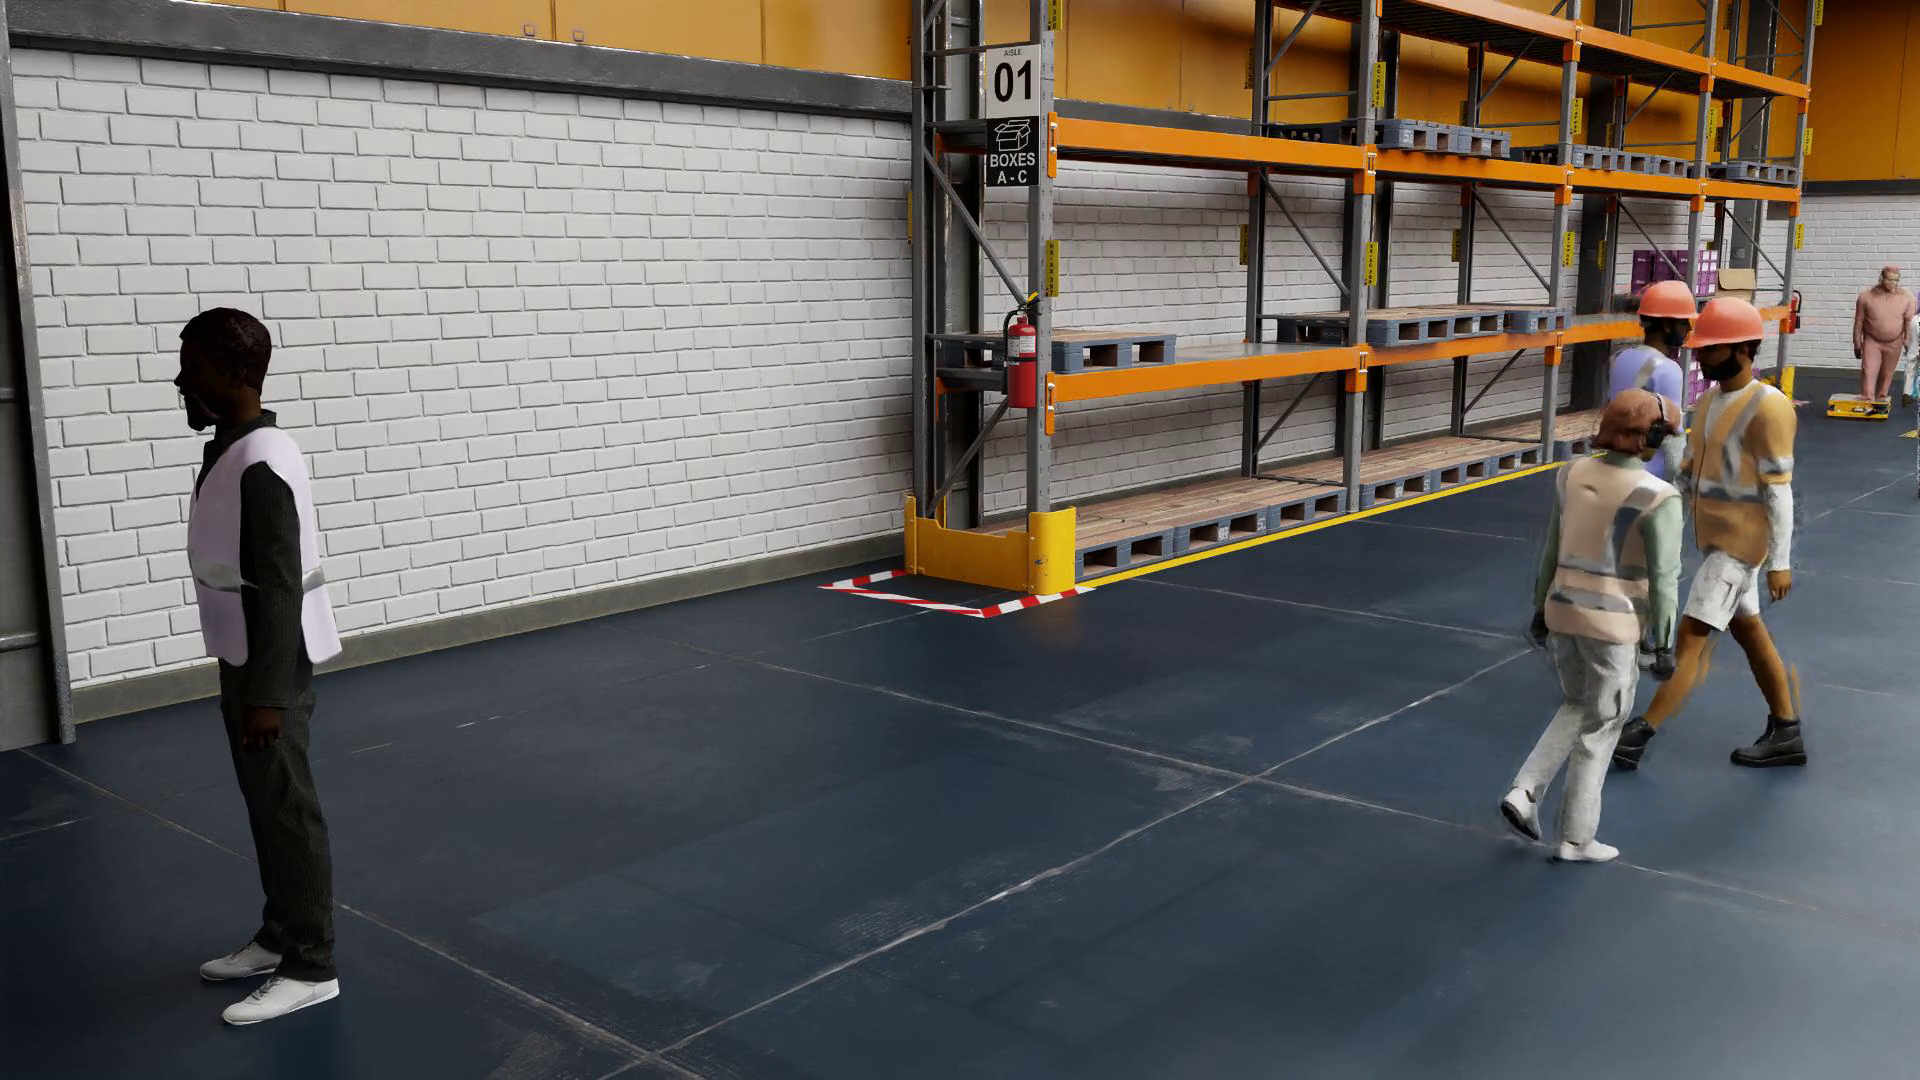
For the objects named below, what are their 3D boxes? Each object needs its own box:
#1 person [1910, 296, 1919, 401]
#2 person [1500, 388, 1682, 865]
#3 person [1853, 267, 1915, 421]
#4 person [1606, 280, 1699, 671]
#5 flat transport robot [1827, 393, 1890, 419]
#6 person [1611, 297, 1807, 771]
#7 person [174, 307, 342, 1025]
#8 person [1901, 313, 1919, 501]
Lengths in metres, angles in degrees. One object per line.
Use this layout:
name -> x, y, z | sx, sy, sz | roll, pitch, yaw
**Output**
person -> 13.295, -2.772, 22.527 | 0.837, 1.804, 0.570 | -2, 10, -13
person -> 2.136, 0.303, 5.531 | 0.386, 1.620, 0.542 | -4, 11, -23
person -> 11.177, -2.364, 20.124 | 0.625, 1.842, 0.995 | 3, 10, 18
person -> 3.398, -0.298, 8.119 | 0.511, 1.915, 0.564 | 0, 10, 0
flat transport robot -> 11.136, -1.664, 20.592 | 0.652, 0.197, 1.431 | 6, 11, 29
person -> 2.957, -0.006, 6.561 | 1.000, 1.877, 0.571 | 0, 10, -1
person -> -1.900, 0.334, 4.525 | 0.392, 1.920, 0.593 | -6, 12, -31
person -> 8.195, -1.275, 13.863 | 0.593, 1.859, 0.829 | 5, 11, 26
